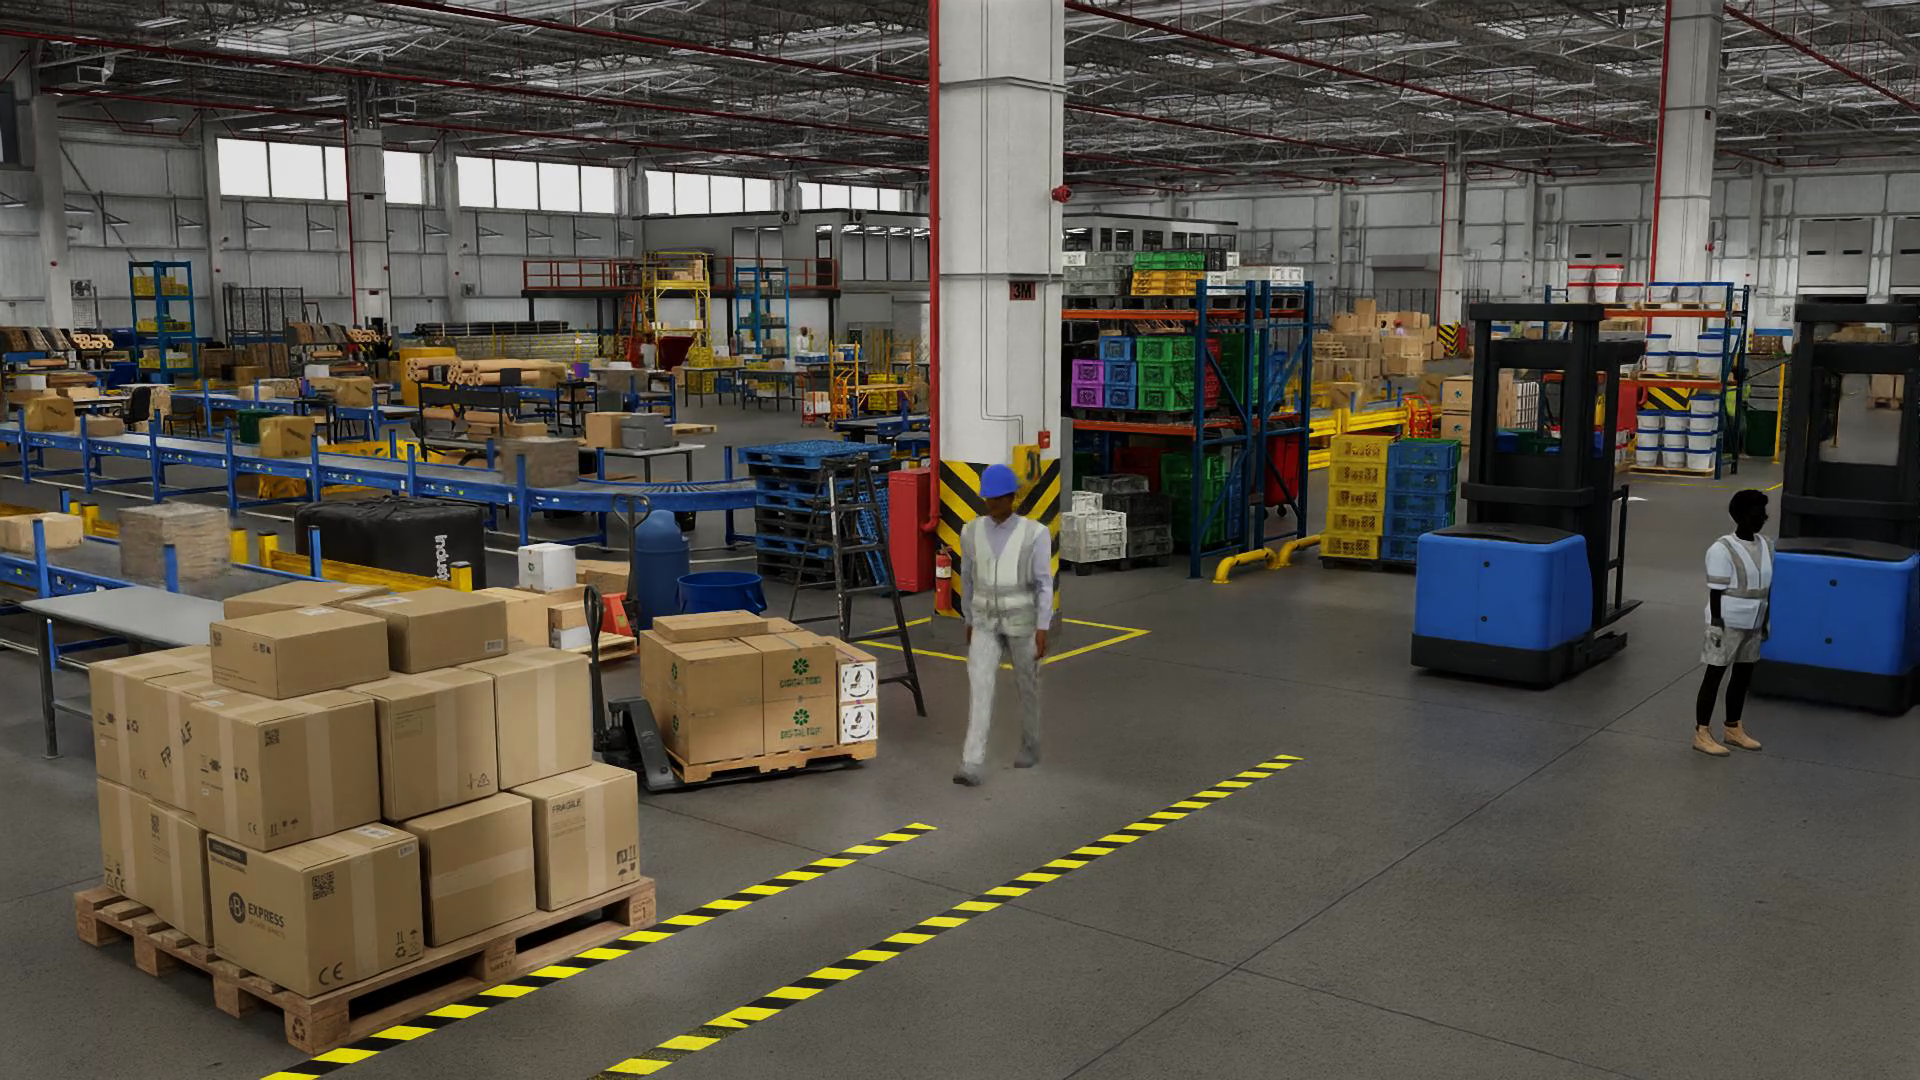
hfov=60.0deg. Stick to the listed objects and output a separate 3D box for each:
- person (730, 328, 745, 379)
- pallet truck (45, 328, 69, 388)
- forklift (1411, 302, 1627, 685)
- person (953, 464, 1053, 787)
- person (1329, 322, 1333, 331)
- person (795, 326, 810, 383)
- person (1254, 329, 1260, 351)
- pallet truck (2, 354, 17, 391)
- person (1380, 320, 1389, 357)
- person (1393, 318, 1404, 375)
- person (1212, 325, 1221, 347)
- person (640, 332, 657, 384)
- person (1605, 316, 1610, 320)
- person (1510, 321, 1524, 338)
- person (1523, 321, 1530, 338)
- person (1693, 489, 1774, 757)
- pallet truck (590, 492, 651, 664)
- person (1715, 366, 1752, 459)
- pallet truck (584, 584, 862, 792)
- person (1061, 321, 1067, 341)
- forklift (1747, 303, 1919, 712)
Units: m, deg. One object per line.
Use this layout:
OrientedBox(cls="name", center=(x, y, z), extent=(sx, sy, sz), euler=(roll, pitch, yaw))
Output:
OrientedBox(cls="person", center=(-7.501, -6.295, 56.109), extent=(0.517, 1.757, 0.335), euler=(1, 8, 4))
OrientedBox(cls="pallet truck", center=(-23.775, -4.544, 43.495), extent=(1.885, 1.965, 0.823), euler=(6, 10, 35))
OrientedBox(cls="forklift", center=(4.379, -0.438, 12.852), extent=(1.129, 2.768, 1.873), euler=(7, 11, 37))
OrientedBox(cls="person", center=(0.258, 0.494, 9.864), extent=(0.618, 1.892, 0.996), euler=(3, 9, 21))
OrientedBox(cls="person", center=(17.528, -9.556, 77.606), extent=(0.606, 1.907, 0.867), euler=(2, 9, 16))
OrientedBox(cls="person", center=(-5.027, -5.865, 52.852), extent=(0.645, 1.863, 0.595), euler=(7, 11, 38))
OrientedBox(cls="person", center=(12.216, -8.284, 68.910), extent=(0.628, 1.936, 0.374), euler=(-2, 9, -16))
OrientedBox(cls="pallet truck", center=(-24.881, -4.417, 42.634), extent=(1.885, 1.965, 0.823), euler=(8, 11, 41))
OrientedBox(cls="person", center=(16.148, -7.446, 63.484), extent=(0.514, 1.873, 0.329), euler=(-8, 11, -41))
OrientedBox(cls="person", center=(15.622, -6.890, 59.210), extent=(0.513, 2.018, 0.627), euler=(5, 10, 32))
OrientedBox(cls="person", center=(7.813, -5.627, 51.047), extent=(0.560, 1.918, 0.499), euler=(-2, 9, -15))
OrientedBox(cls="person", center=(-8.518, -4.751, 45.393), extent=(0.519, 1.847, 0.815), euler=(-5, 10, -32))
OrientedBox(cls="person", center=(29.424, -9.235, 75.421), extent=(0.555, 1.907, 0.815), euler=(-6, 11, -37))
OrientedBox(cls="person", center=(25.572, -9.329, 76.428), extent=(0.638, 1.802, 0.948), euler=(0, 8, -1))
OrientedBox(cls="person", center=(27.085, -9.791, 79.169), extent=(0.661, 1.902, 0.608), euler=(4, 9, 25))
OrientedBox(cls="person", center=(4.878, 0.515, 10.436), extent=(0.533, 1.689, 0.321), euler=(-4, 9, -26))
OrientedBox(cls="pallet truck", center=(-3.115, 0.344, 12.883), extent=(0.653, 1.274, 1.630), euler=(7, 11, 37))
OrientedBox(cls="person", center=(13.367, -2.189, 28.826), extent=(0.568, 1.645, 0.841), euler=(8, 12, 44))
OrientedBox(cls="pallet truck", center=(-1.426, 0.805, 10.019), extent=(1.601, 1.201, 0.680), euler=(-4, 9, -26))
OrientedBox(cls="person", center=(3.623, -7.066, 60.736), extent=(0.593, 1.924, 0.381), euler=(-2, 9, -16))
OrientedBox(cls="forklift", center=(6.500, -0.323, 12.073), extent=(1.129, 2.768, 1.873), euler=(6, 11, 37))
